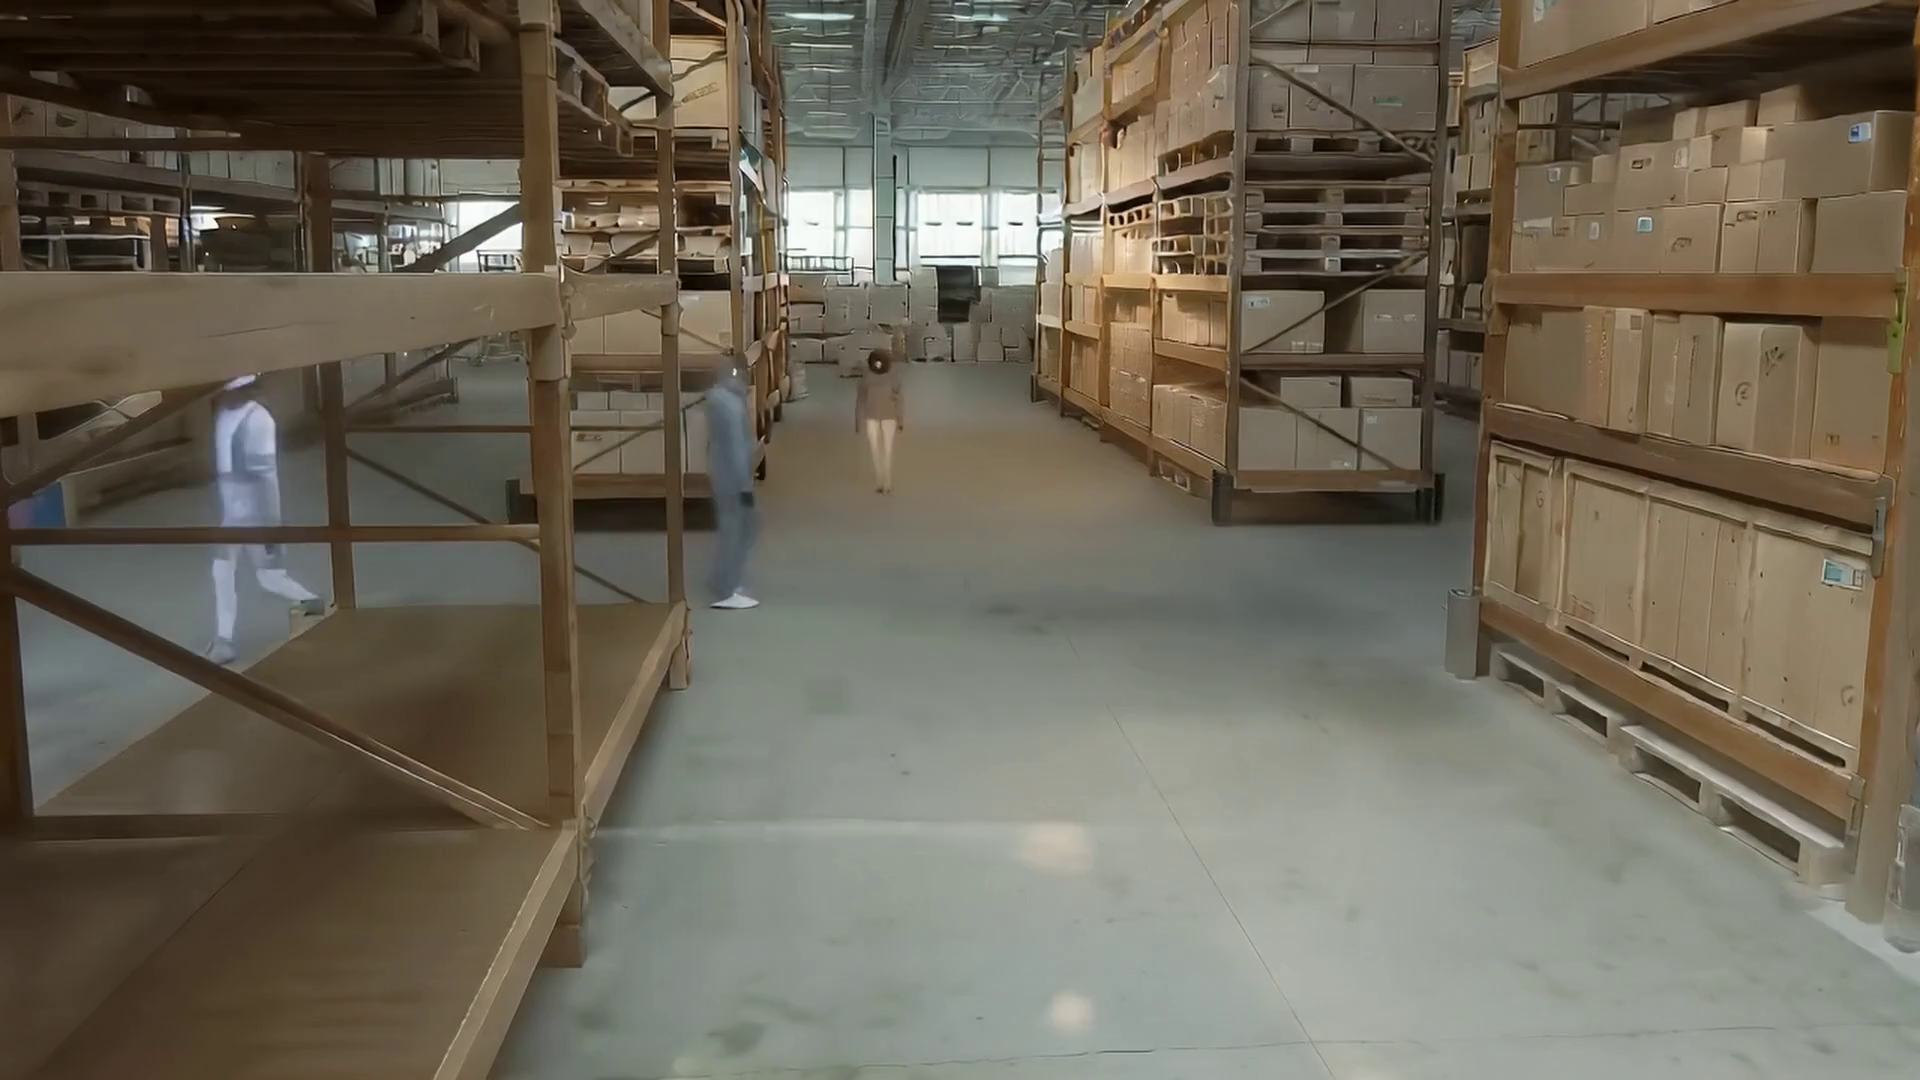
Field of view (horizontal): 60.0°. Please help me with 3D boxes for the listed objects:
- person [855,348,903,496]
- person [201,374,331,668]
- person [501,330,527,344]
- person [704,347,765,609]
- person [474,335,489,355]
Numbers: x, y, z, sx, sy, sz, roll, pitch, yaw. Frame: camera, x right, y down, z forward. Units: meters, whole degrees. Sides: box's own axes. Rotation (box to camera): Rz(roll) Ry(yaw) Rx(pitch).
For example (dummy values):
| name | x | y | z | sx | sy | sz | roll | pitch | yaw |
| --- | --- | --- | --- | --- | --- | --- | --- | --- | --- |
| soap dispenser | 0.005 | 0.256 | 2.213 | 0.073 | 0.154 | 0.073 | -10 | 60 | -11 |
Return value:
| name | x | y | z | sx | sy | sz | roll | pitch | yaw |
| --- | --- | --- | --- | --- | --- | --- | --- | --- | --- |
| person | -0.897 | -1.281 | 18.136 | 0.518 | 1.603 | 0.679 | 1 | 9 | 8 |
| person | -4.273 | -0.199 | 10.186 | 0.938 | 1.998 | 0.636 | -8 | 12 | -43 |
| person | -15.410 | -7.693 | 57.626 | 1.007 | 1.870 | 0.625 | 2 | 9 | 11 |
| person | -1.588 | -0.436 | 11.953 | 0.461 | 1.890 | 0.678 | -2 | 9 | -13 |
| person | -14.395 | -6.474 | 50.023 | 0.514 | 1.844 | 0.328 | 2 | 9 | 13 |
